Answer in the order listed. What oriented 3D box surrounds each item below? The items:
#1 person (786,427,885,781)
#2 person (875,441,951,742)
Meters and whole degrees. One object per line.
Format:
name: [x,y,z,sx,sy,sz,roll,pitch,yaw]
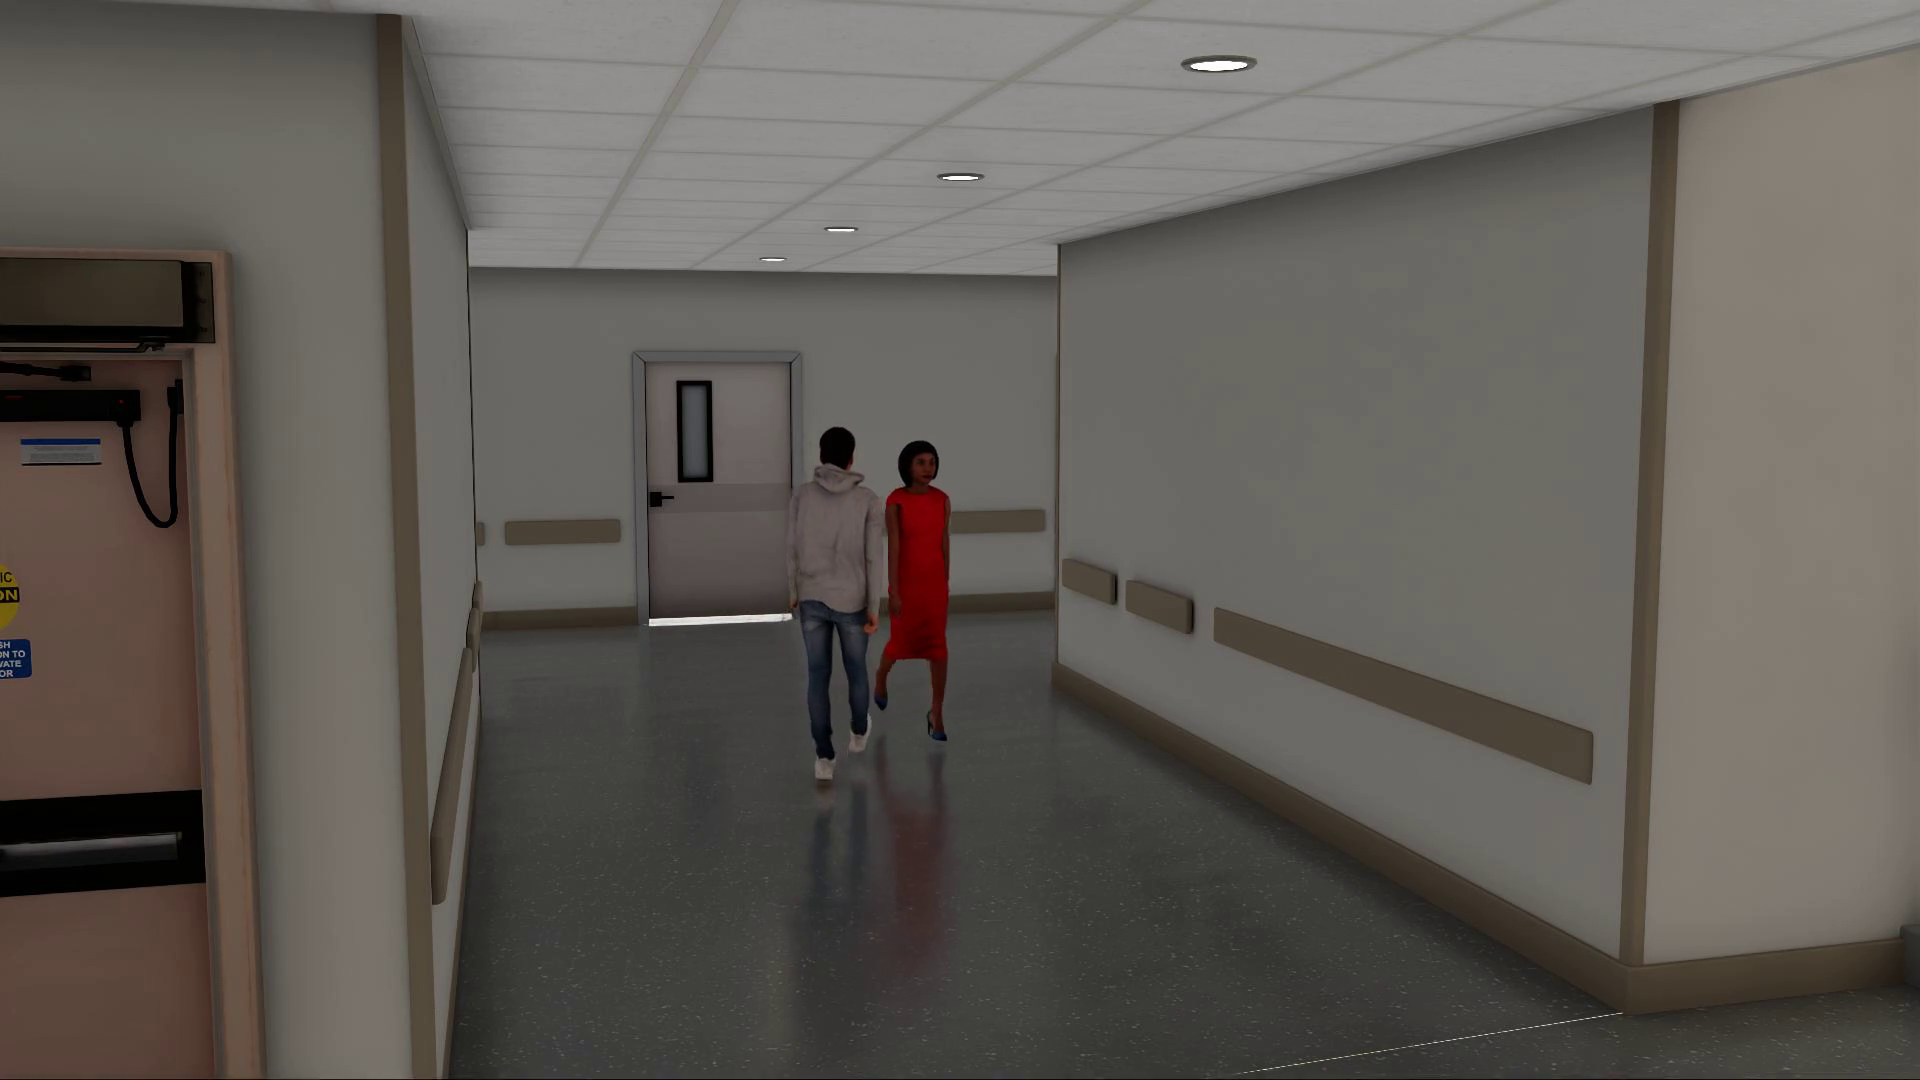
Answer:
person: [-0.683,0.353,8.701,1.149,1.812,0.916,0,6,-1]
person: [-0.294,0.302,9.747,1.064,1.704,0.764,-3,6,-23]
